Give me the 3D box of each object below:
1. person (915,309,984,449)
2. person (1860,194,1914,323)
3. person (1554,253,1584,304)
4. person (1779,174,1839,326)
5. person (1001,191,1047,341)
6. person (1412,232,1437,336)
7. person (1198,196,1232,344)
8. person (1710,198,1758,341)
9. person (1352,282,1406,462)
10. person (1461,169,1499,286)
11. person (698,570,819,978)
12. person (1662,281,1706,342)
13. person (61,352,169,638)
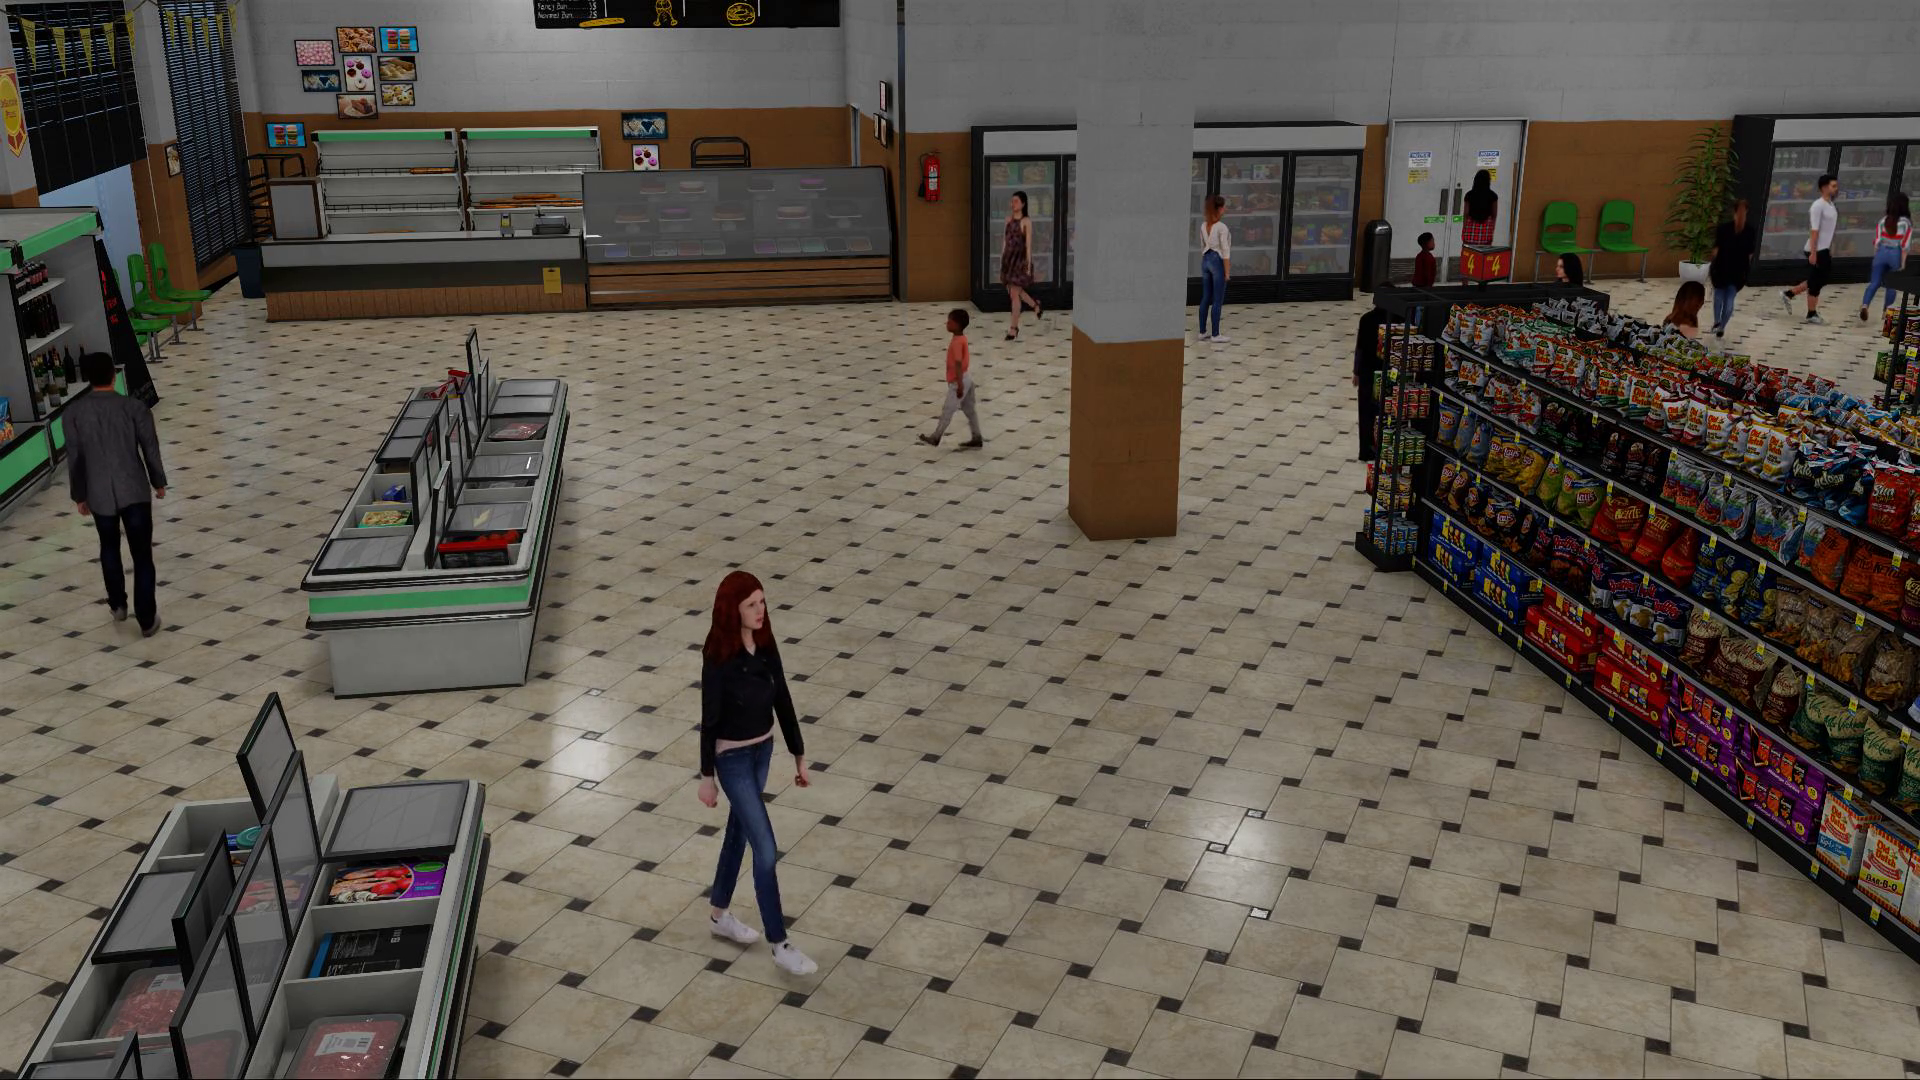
[{"bbox_3d":[0.066,-1.440,15.144,0.766,1.287,0.839,4,19,12],"label":"person"},{"bbox_3d":[11.559,-3.490,20.757,1.065,1.586,1.031,18,25,42],"label":"person"},{"bbox_3d":[5.522,-1.770,15.360,0.673,1.774,0.500,-3,19,-8],"label":"person"},{"bbox_3d":[10.649,-3.627,20.774,0.943,1.834,1.070,-16,24,-39],"label":"person"},{"bbox_3d":[0.735,-3.265,19.820,0.969,1.758,0.984,-16,25,-40],"label":"person"},{"bbox_3d":[5.563,-3.079,20.059,0.559,1.253,0.430,-2,19,-6],"label":"person"},{"bbox_3d":[3.015,-3.217,19.734,0.739,1.721,0.600,-11,22,-30],"label":"person"},{"bbox_3d":[9.162,-3.202,19.767,0.785,1.671,0.838,9,21,25],"label":"person"},{"bbox_3d":[3.778,-1.508,14.843,0.814,1.609,0.862,16,24,39],"label":"person"},{"bbox_3d":[6.987,-4.128,22.427,0.696,1.728,0.707,3,19,10],"label":"person"},{"bbox_3d":[-1.005,0.973,7.233,1.033,1.769,0.966,13,23,34],"label":"person"},{"bbox_3d":[5.824,-1.251,13.853,0.647,1.755,1.030,-3,19,-9],"label":"person"},{"bbox_3d":[-5.454,-0.262,10.769,0.740,1.851,0.801,-5,19,-15],"label":"person"}]
